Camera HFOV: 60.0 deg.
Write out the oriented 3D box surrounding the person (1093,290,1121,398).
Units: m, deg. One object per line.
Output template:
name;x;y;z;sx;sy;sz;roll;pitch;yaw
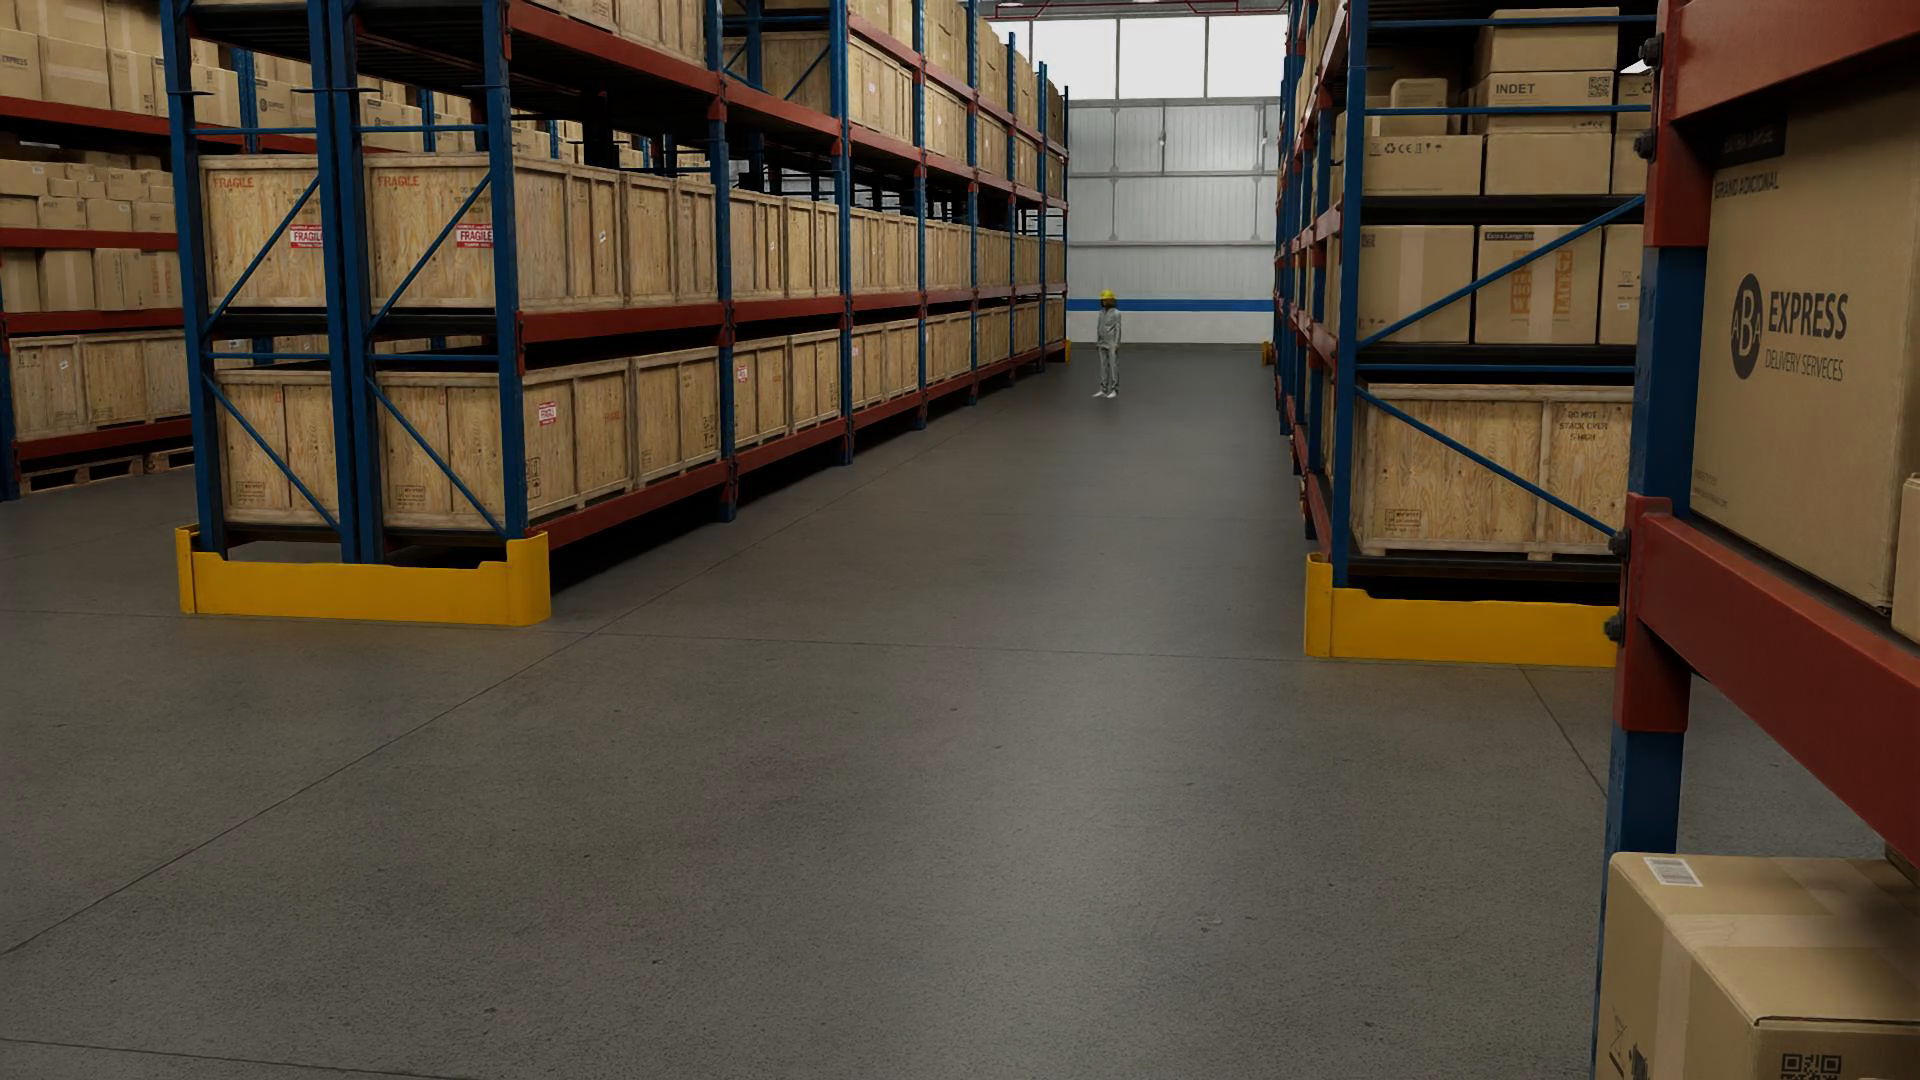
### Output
person;2.373;-3.154;26.778;0.317;1.741;0.493;-7;12;-39
